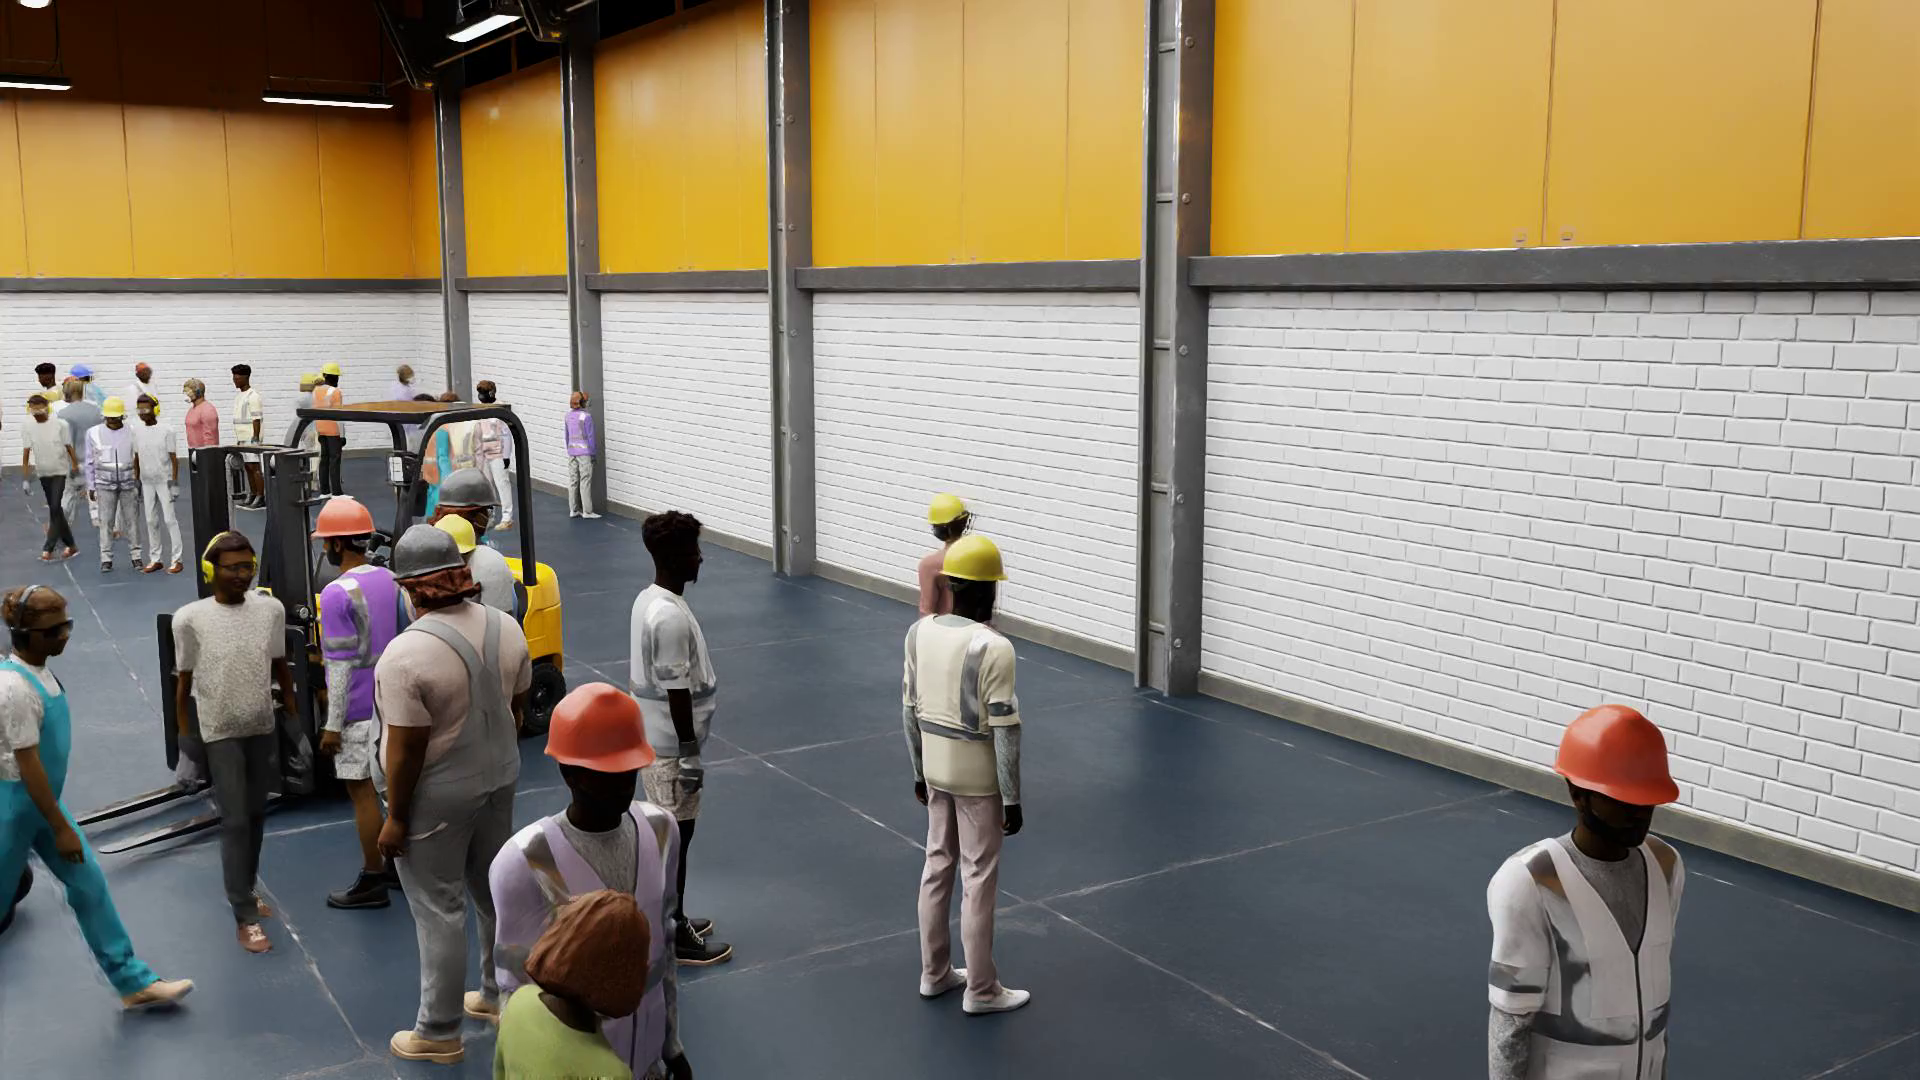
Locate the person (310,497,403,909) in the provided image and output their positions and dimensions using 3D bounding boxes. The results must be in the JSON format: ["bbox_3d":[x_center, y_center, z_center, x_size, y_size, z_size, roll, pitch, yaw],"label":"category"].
[{"bbox_3d":[-2.833,0.762,7.820,0.376,1.935,0.548,2,9,11],"label":"person"}]

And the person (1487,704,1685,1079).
[{"bbox_3d":[1.508,1.334,3.961,0.553,1.935,0.362,-4,9,-24],"label":"person"}]

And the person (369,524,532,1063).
[{"bbox_3d":[-1.975,0.934,6.311,0.535,2.000,0.673,4,9,26],"label":"person"}]

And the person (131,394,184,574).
[{"bbox_3d":[-8.255,-0.573,17.086,0.506,1.862,0.321,1,9,8],"label":"person"}]

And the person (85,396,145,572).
[{"bbox_3d":[-8.725,-0.579,17.239,0.589,1.822,0.403,-4,10,-27],"label":"person"}]

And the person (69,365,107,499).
[{"bbox_3d":[-12.076,-1.494,23.199,0.750,1.881,0.633,-1,9,-8],"label":"person"}]

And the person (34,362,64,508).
[{"bbox_3d":[-12.204,-1.415,22.414,0.368,1.960,0.602,-4,9,-24],"label":"person"}]

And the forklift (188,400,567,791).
[{"bbox_3d":[-3.529,0.258,10.348,1.214,2.155,2.313,4,9,25],"label":"forklift"}]

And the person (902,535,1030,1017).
[{"bbox_3d":[0.034,0.936,6.677,0.374,1.924,0.594,-8,12,-44],"label":"person"}]

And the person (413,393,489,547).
[{"bbox_3d":[-5.224,-0.560,16.928,0.710,1.881,0.621,-6,11,-37],"label":"person"}]

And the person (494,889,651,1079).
[{"bbox_3d":[-0.861,1.543,3.624,0.395,1.606,0.539,-6,11,-37],"label":"person"}]

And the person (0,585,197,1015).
[{"bbox_3d":[-3.607,1.054,6.414,1.013,1.792,0.517,-2,9,-12],"label":"person"}]

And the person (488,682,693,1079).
[{"bbox_3d":[-0.891,1.301,4.181,0.379,1.938,0.547,7,11,40],"label":"person"}]

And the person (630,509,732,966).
[{"bbox_3d":[-1.228,0.841,7.180,0.367,1.967,0.606,-3,9,-21],"label":"person"}]

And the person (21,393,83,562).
[{"bbox_3d":[-9.754,-0.662,17.806,0.531,1.814,0.912,0,8,-1],"label":"person"}]

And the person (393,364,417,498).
[{"bbox_3d":[-7.740,-1.505,23.258,0.442,1.896,0.726,-2,9,-13],"label":"person"}]

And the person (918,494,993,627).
[{"bbox_3d":[-0.007,0.582,9.763,0.527,1.722,0.864,-4,9,-23],"label":"person"}]

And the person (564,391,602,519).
[{"bbox_3d":[-4.843,-1.083,21.248,0.514,1.641,0.307,6,10,36],"label":"person"}]

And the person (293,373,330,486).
[{"bbox_3d":[-9.546,-1.608,24.549,0.778,1.709,0.495,7,11,39],"label":"person"}]

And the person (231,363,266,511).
[{"bbox_3d":[-9.464,-1.369,22.126,0.374,1.958,0.607,-8,11,-41],"label":"person"}]

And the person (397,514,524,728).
[{"bbox_3d":[-2.409,0.781,8.036,0.602,1.830,0.404,-3,9,-22],"label":"person"}]

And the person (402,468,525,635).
[{"bbox_3d":[-2.405,0.648,8.238,0.687,2.000,0.535,5,10,30],"label":"person"}]

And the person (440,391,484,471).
[{"bbox_3d":[-5.398,-0.661,17.727,0.629,1.842,0.429,-1,8,-5],"label":"person"}]

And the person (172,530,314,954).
[{"bbox_3d":[-3.208,0.865,7.475,0.609,1.867,0.569,8,11,42],"label":"person"}]

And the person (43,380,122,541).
[{"bbox_3d":[-10.239,-0.920,19.367,1.043,1.880,0.635,3,9,20],"label":"person"}]

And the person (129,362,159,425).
[{"bbox_3d":[-12.331,-1.781,25.251,0.380,1.849,0.693,1,8,6],"label":"person"}]

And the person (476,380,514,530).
[{"bbox_3d":[-5.721,-1.033,20.279,0.629,1.837,0.429,4,9,27],"label":"person"}]

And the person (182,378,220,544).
[{"bbox_3d":[-8.609,-0.879,18.930,0.357,1.929,0.628,-8,11,-42],"label":"person"}]

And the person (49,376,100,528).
[{"bbox_3d":[-10.838,-1.077,20.422,0.581,1.879,0.344,-5,10,-28],"label":"person"}]

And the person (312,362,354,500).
[{"bbox_3d":[-8.745,-1.509,23.162,0.594,1.922,0.385,6,10,34],"label":"person"}]

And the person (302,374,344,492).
[{"bbox_3d":[-9.334,-1.569,24.305,0.534,1.696,0.900,3,9,19],"label":"person"}]
